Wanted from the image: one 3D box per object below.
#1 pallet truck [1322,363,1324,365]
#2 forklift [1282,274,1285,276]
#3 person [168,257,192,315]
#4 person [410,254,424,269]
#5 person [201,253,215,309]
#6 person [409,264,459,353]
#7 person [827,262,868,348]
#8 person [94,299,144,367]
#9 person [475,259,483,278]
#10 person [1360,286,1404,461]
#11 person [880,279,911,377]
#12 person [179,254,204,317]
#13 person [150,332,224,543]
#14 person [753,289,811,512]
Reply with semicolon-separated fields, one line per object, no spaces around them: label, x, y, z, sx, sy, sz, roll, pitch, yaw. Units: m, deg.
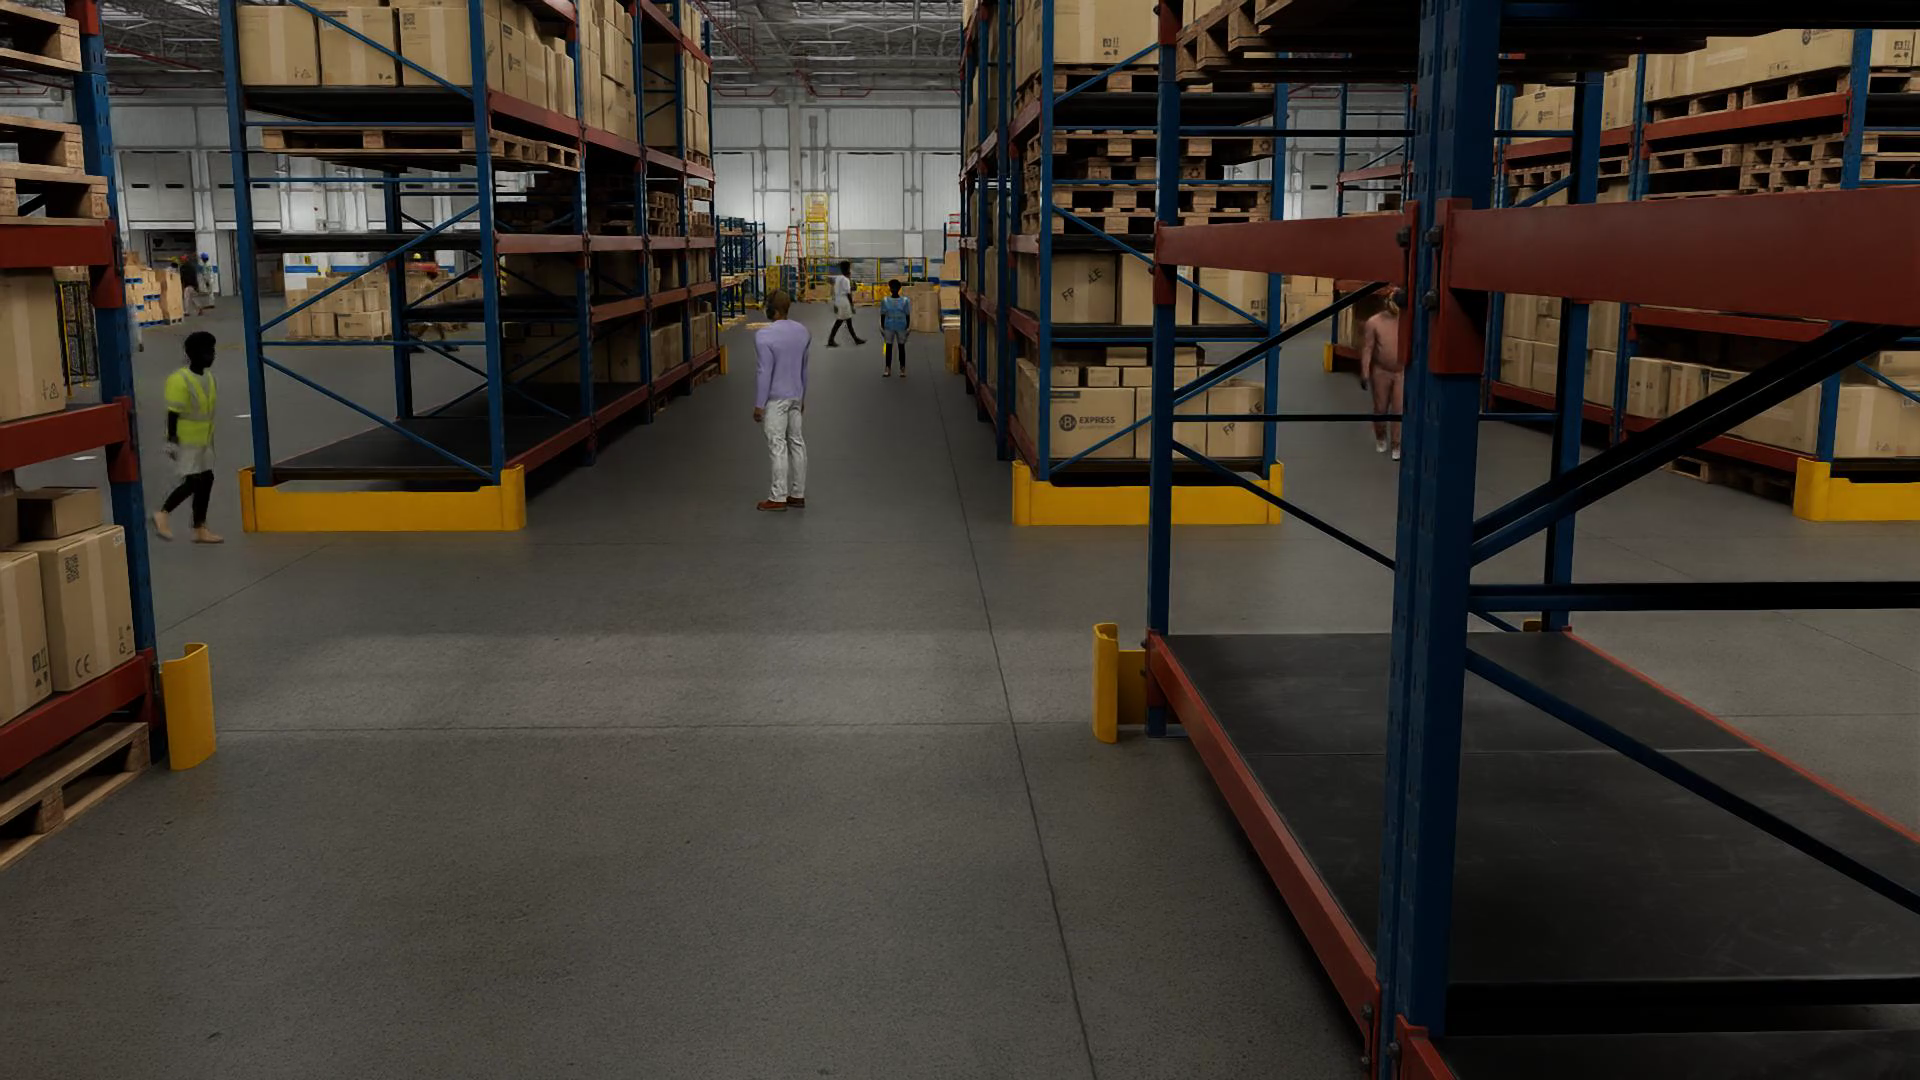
pallet truck;7.712;-4.157;30.737;1.885;1.965;0.823;3;11;16
forklift;12.135;-10.836;65.485;1.129;2.768;1.873;0;10;-2
person;-24.968;-8.043;52.774;0.895;1.868;0.667;-3;11;-19
person;-18.901;-9.022;58.039;0.595;1.924;0.374;4;11;21
person;-26.336;-9.067;58.238;0.403;1.944;0.606;-4;11;-22
person;-11.179;-4.875;35.074;1.007;1.893;0.552;-3;11;-18
person;-2.538;-5.214;36.861;0.996;1.911;0.620;-4;11;-21
person;-12.304;-2.921;24.356;0.597;1.813;0.420;-1;10;-5
person;-16.921;-9.004;58.510;0.639;1.717;0.505;-2;10;-11
person;4.704;-1.833;18.159;0.653;1.871;0.930;2;10;11
person;-1.123;-3.672;28.871;0.540;1.695;0.317;1;10;6
person;-24.104;-7.967;52.061;0.610;1.964;0.803;7;12;35
person;-5.954;-0.779;12.846;0.513;1.667;0.545;2;10;9
person;-1.564;-1.211;14.493;0.372;1.940;0.630;7;12;35
